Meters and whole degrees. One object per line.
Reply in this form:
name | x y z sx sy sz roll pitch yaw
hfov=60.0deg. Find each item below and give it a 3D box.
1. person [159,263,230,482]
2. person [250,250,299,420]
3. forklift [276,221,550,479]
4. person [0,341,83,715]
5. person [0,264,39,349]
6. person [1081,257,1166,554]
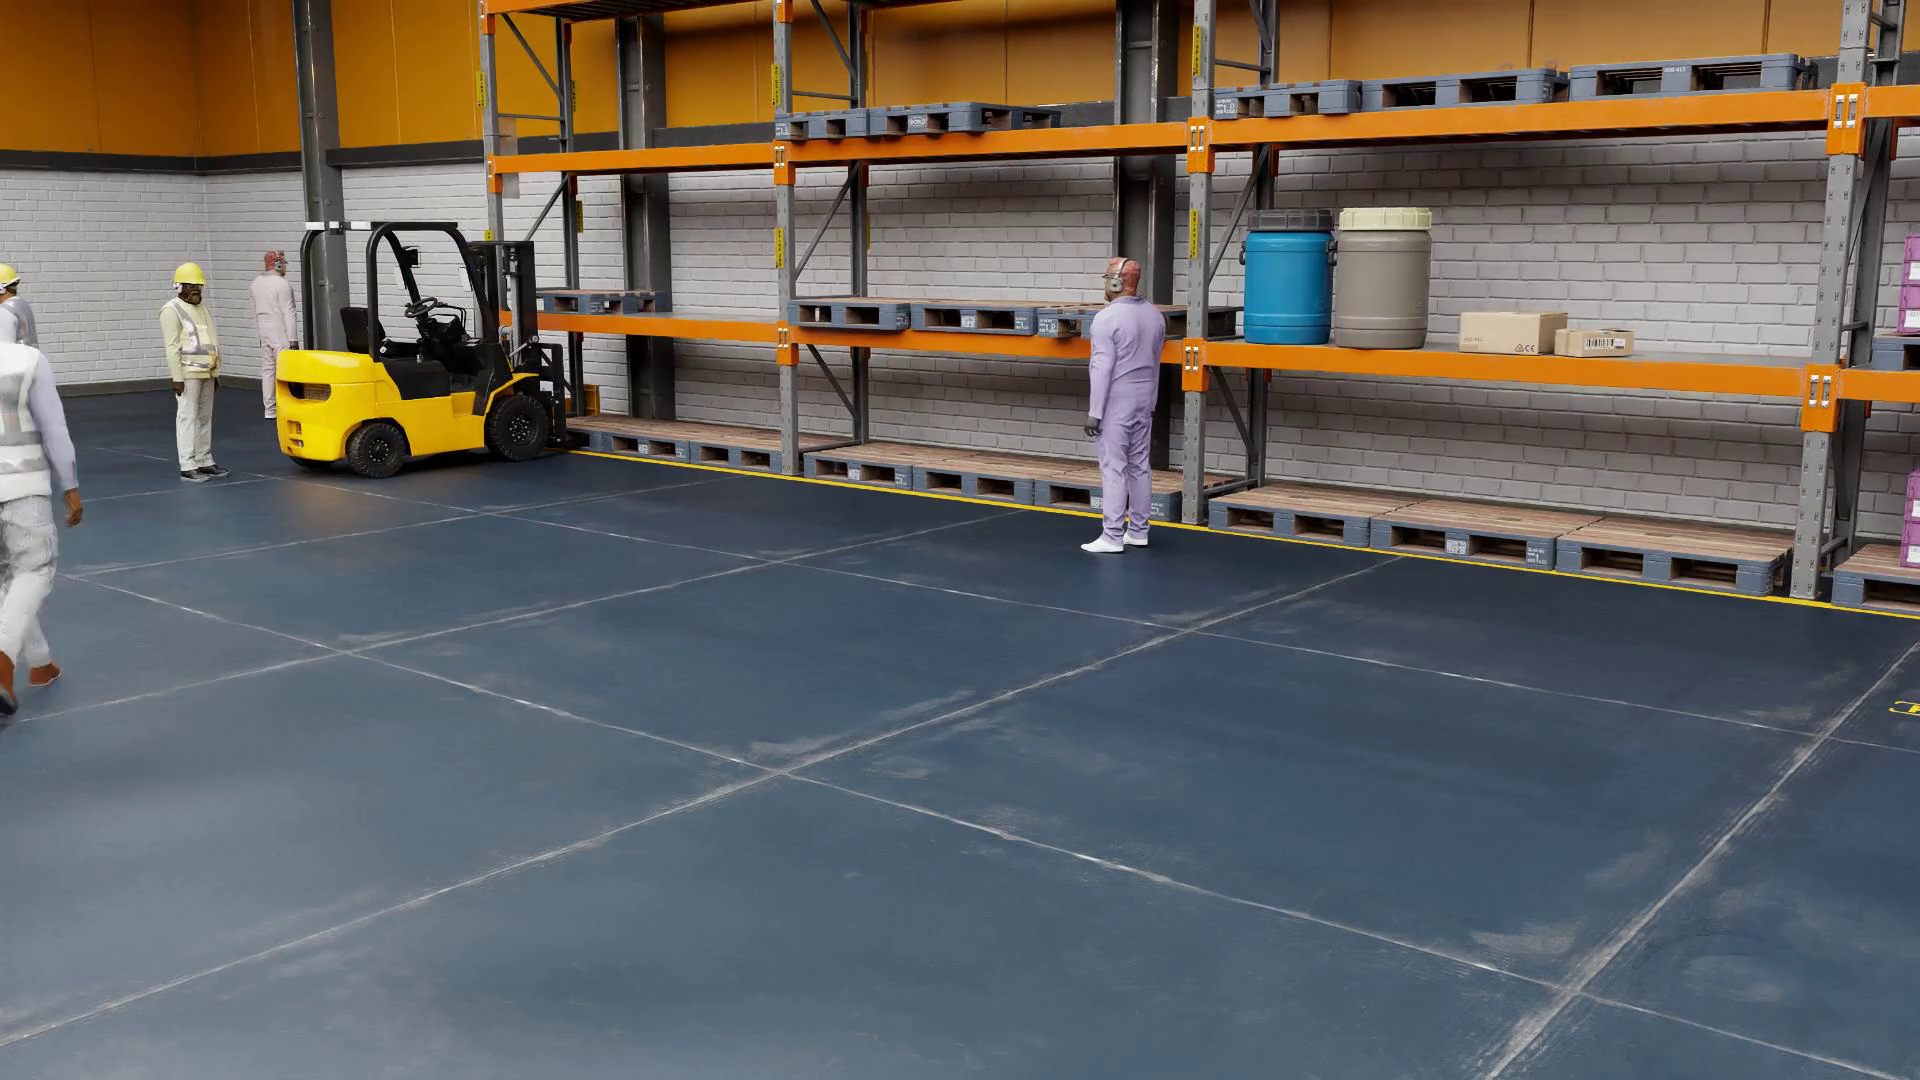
person | -6.454 -1.414 14.045 0.404 1.828 0.603 1 10 6
person | -7.643 -2.289 18.688 0.652 1.906 0.402 7 12 32
forklift | -4.922 -1.741 14.854 1.214 2.155 2.313 8 13 38
person | -4.182 -0.201 7.172 0.640 1.893 0.863 -1 10 -7
person | -8.049 -1.427 14.142 0.403 1.826 0.591 -3 11 -16
person | 1.037 -0.867 10.795 0.409 1.913 0.648 9 14 42
